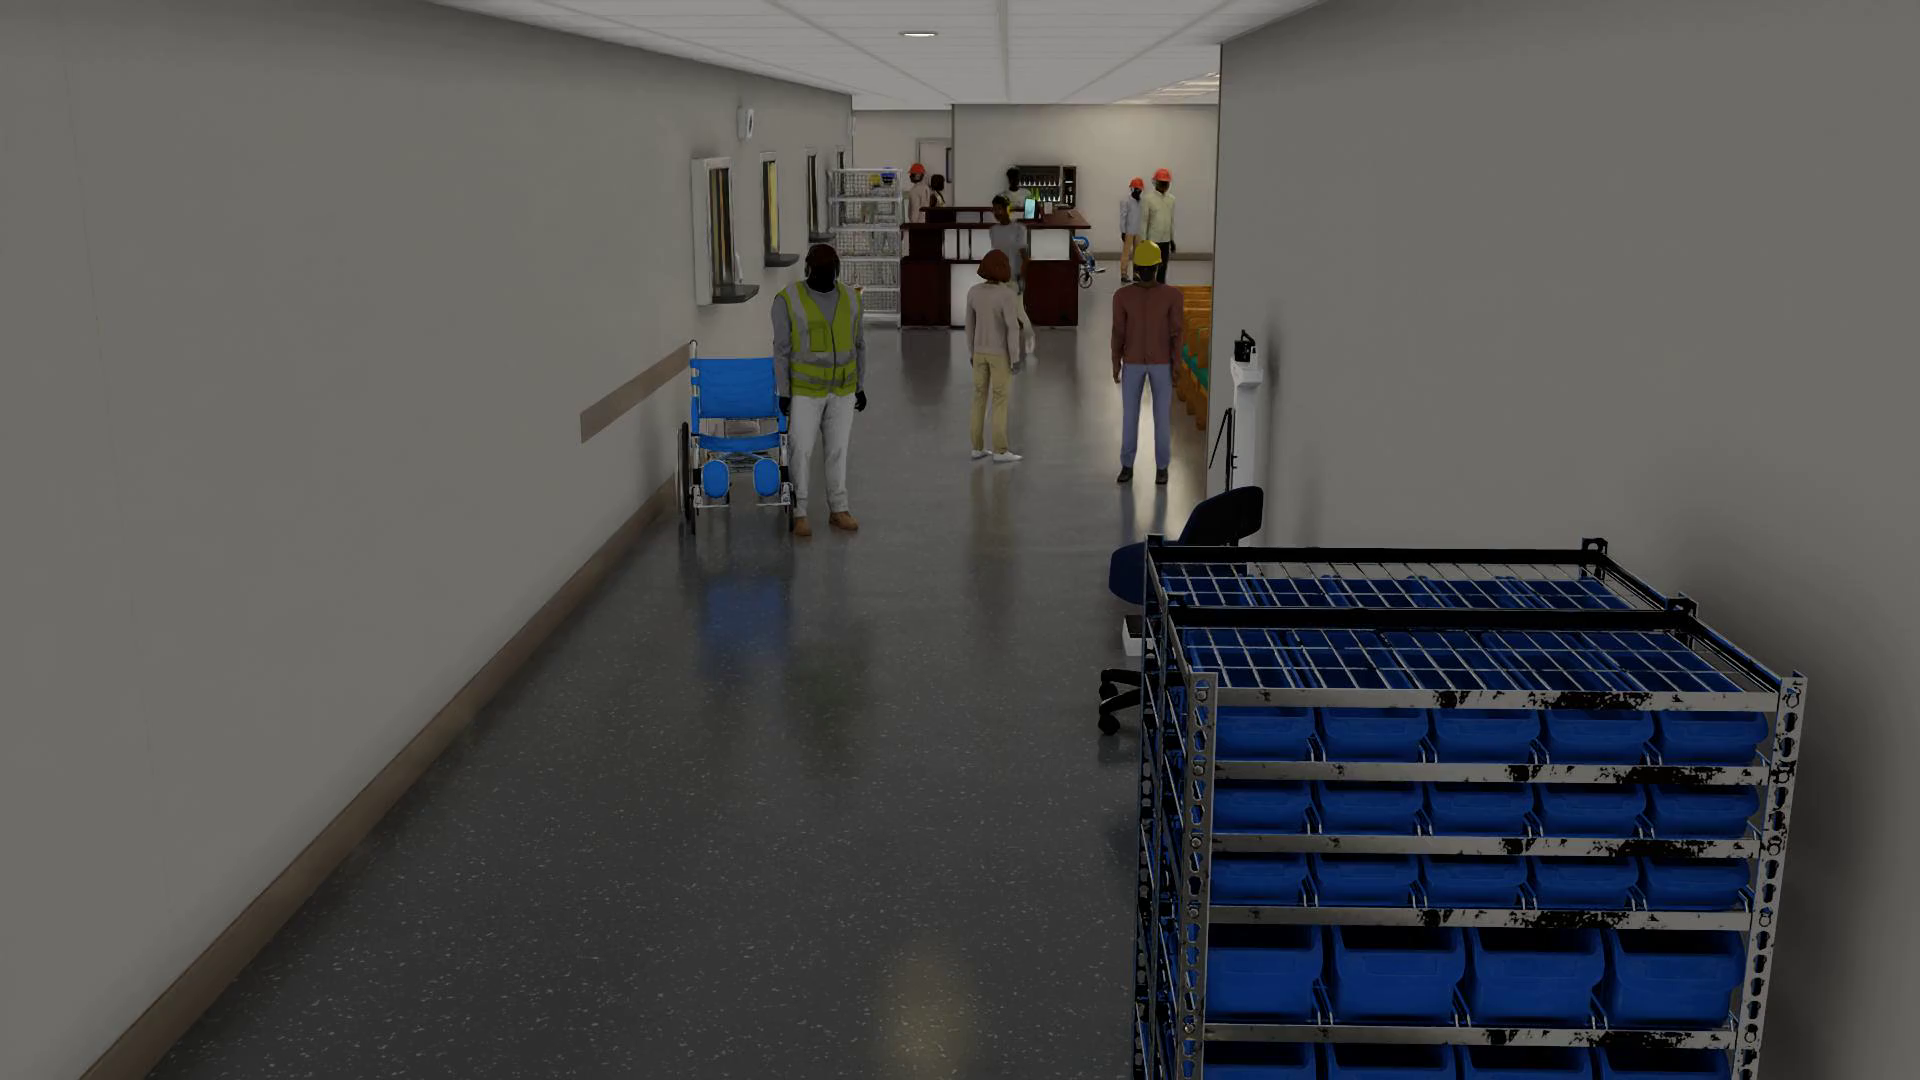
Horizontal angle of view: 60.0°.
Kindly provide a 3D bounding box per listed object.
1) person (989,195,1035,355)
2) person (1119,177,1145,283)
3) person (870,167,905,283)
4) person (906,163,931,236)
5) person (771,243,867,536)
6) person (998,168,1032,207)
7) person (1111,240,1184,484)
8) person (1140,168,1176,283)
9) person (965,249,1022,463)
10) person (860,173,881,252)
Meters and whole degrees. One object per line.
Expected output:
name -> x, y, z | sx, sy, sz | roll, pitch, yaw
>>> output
person -> 0.575, -2.918, 18.512 | 0.518, 1.828, 0.865 | 7, 15, 25
person -> 2.934, -5.206, 27.967 | 0.564, 1.743, 0.352 | -9, 16, -32
person -> -1.178, -5.070, 27.032 | 0.600, 1.939, 0.421 | 3, 14, 11
person -> -0.682, -5.142, 27.188 | 0.385, 1.993, 0.623 | 5, 15, 21
person -> -0.867, -0.949, 10.510 | 0.624, 1.835, 0.430 | -7, 16, -27
person -> 0.894, -5.111, 27.202 | 0.643, 1.934, 0.764 | -5, 15, -19
person -> 1.342, -1.271, 11.974 | 0.517, 1.757, 0.335 | 2, 14, 10
person -> 2.857, -4.325, 23.910 | 0.649, 1.977, 0.415 | -10, 17, -35
person -> 0.260, -1.414, 12.804 | 0.508, 1.632, 0.264 | 13, 19, 42
person -> -1.514, -5.773, 30.229 | 0.608, 1.771, 0.961 | -2, 14, -8
